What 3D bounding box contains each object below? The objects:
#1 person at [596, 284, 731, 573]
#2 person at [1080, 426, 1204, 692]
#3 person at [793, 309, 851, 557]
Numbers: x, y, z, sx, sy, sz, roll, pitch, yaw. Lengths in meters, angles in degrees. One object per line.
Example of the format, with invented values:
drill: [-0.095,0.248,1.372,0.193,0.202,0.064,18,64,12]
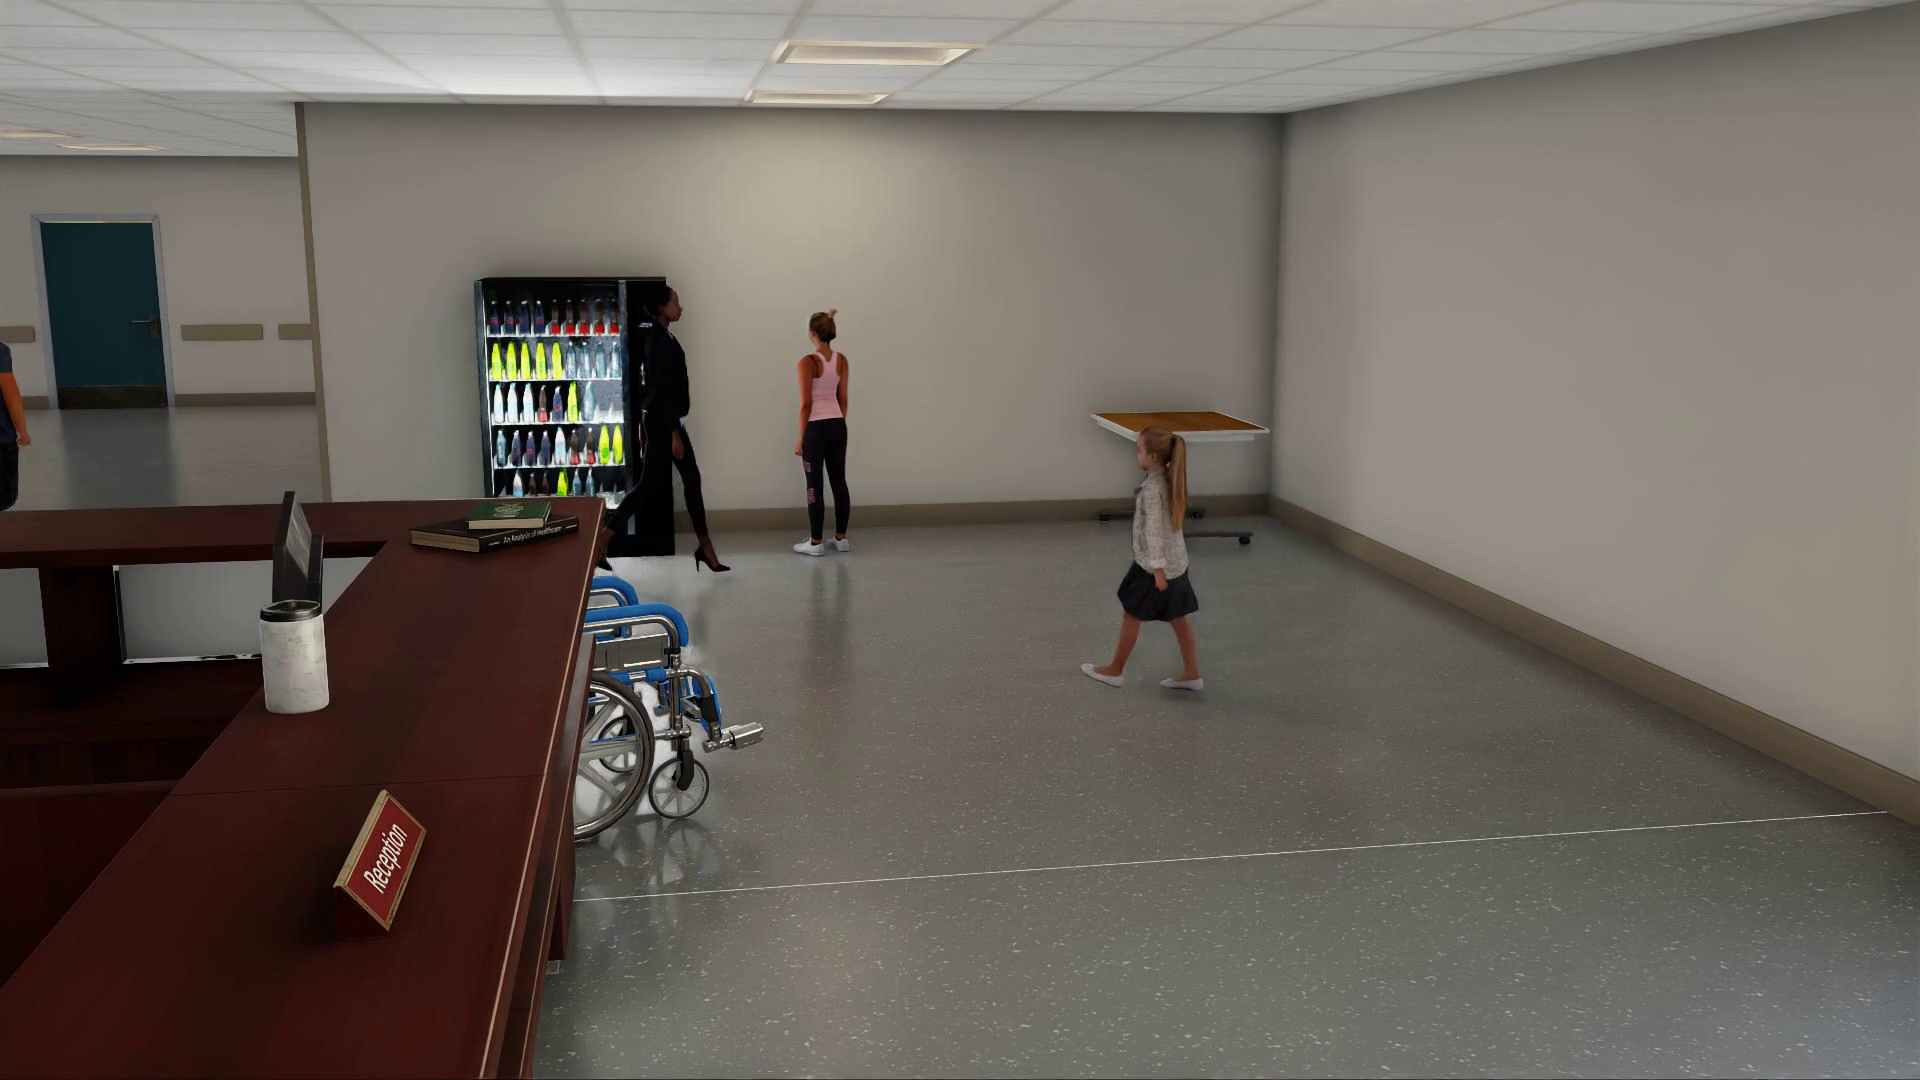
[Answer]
person: [-1.914,-0.628,10.221,1.121,1.794,0.643,-1,11,-7]
person: [0.998,0.112,7.766,0.864,1.249,0.767,6,12,29]
person: [-0.907,-0.725,11.134,0.625,1.645,0.715,-9,14,-40]
